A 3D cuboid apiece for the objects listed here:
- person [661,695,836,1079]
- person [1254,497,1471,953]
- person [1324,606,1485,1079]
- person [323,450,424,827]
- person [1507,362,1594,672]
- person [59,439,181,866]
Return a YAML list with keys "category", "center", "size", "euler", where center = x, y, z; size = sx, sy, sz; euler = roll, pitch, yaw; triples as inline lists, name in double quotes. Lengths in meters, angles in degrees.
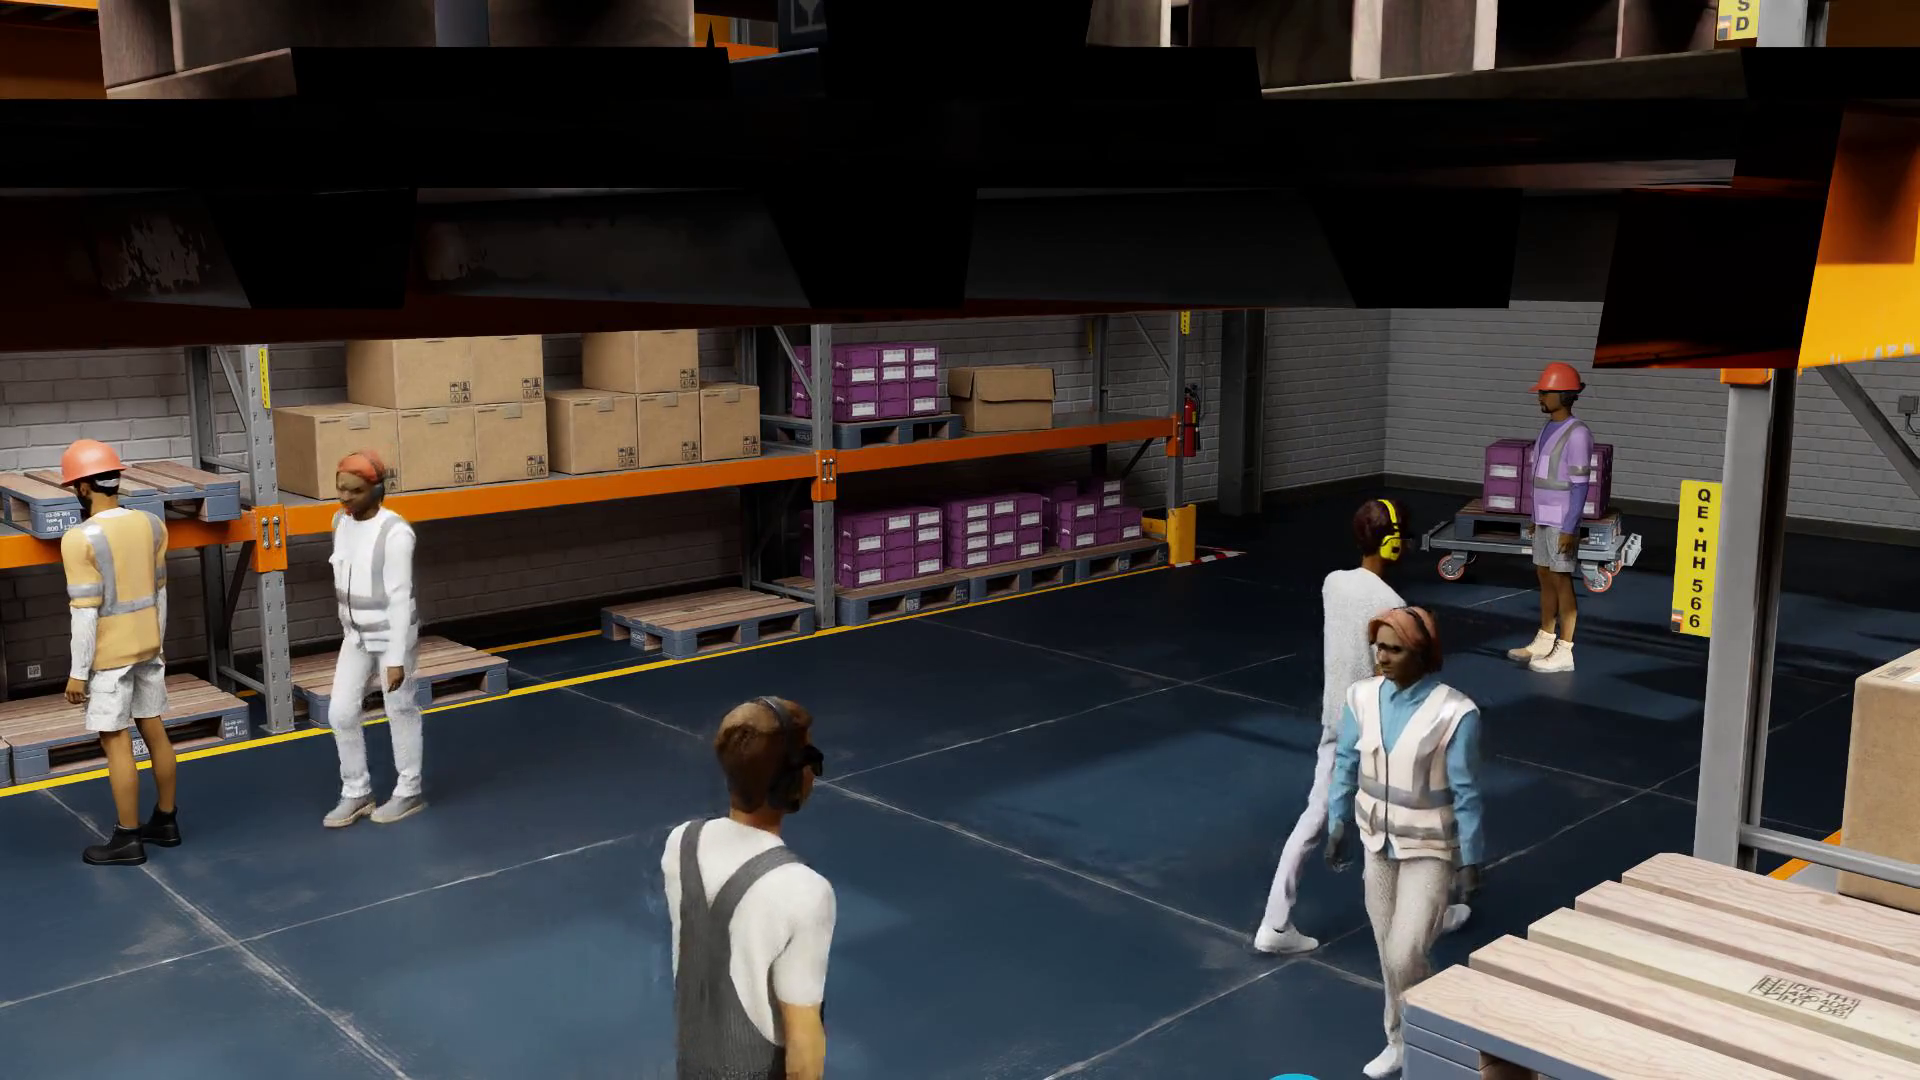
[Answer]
- category: "person"
  center: [-0.480, 1.228, 3.667]
  size: [0.528, 1.809, 0.954]
  euler: [7, 12, 35]
- category: "person"
  center: [1.585, 0.730, 6.527]
  size: [0.980, 1.825, 0.512]
  euler: [-5, 11, -28]
- category: "person"
  center: [1.443, 1.015, 5.420]
  size: [0.430, 1.621, 0.530]
  euler: [-7, 12, -36]
- category: "person"
  center: [-2.766, 0.485, 7.881]
  size: [0.583, 1.844, 0.603]
  euler: [5, 11, 28]
- category: "person"
  center: [3.915, -0.147, 10.991]
  size: [0.378, 2.045, 0.605]
  euler: [-1, 10, -3]
- category: "person"
  center: [-3.815, 0.507, 7.501]
  size: [0.373, 1.928, 0.543]
  euler: [3, 10, 16]
